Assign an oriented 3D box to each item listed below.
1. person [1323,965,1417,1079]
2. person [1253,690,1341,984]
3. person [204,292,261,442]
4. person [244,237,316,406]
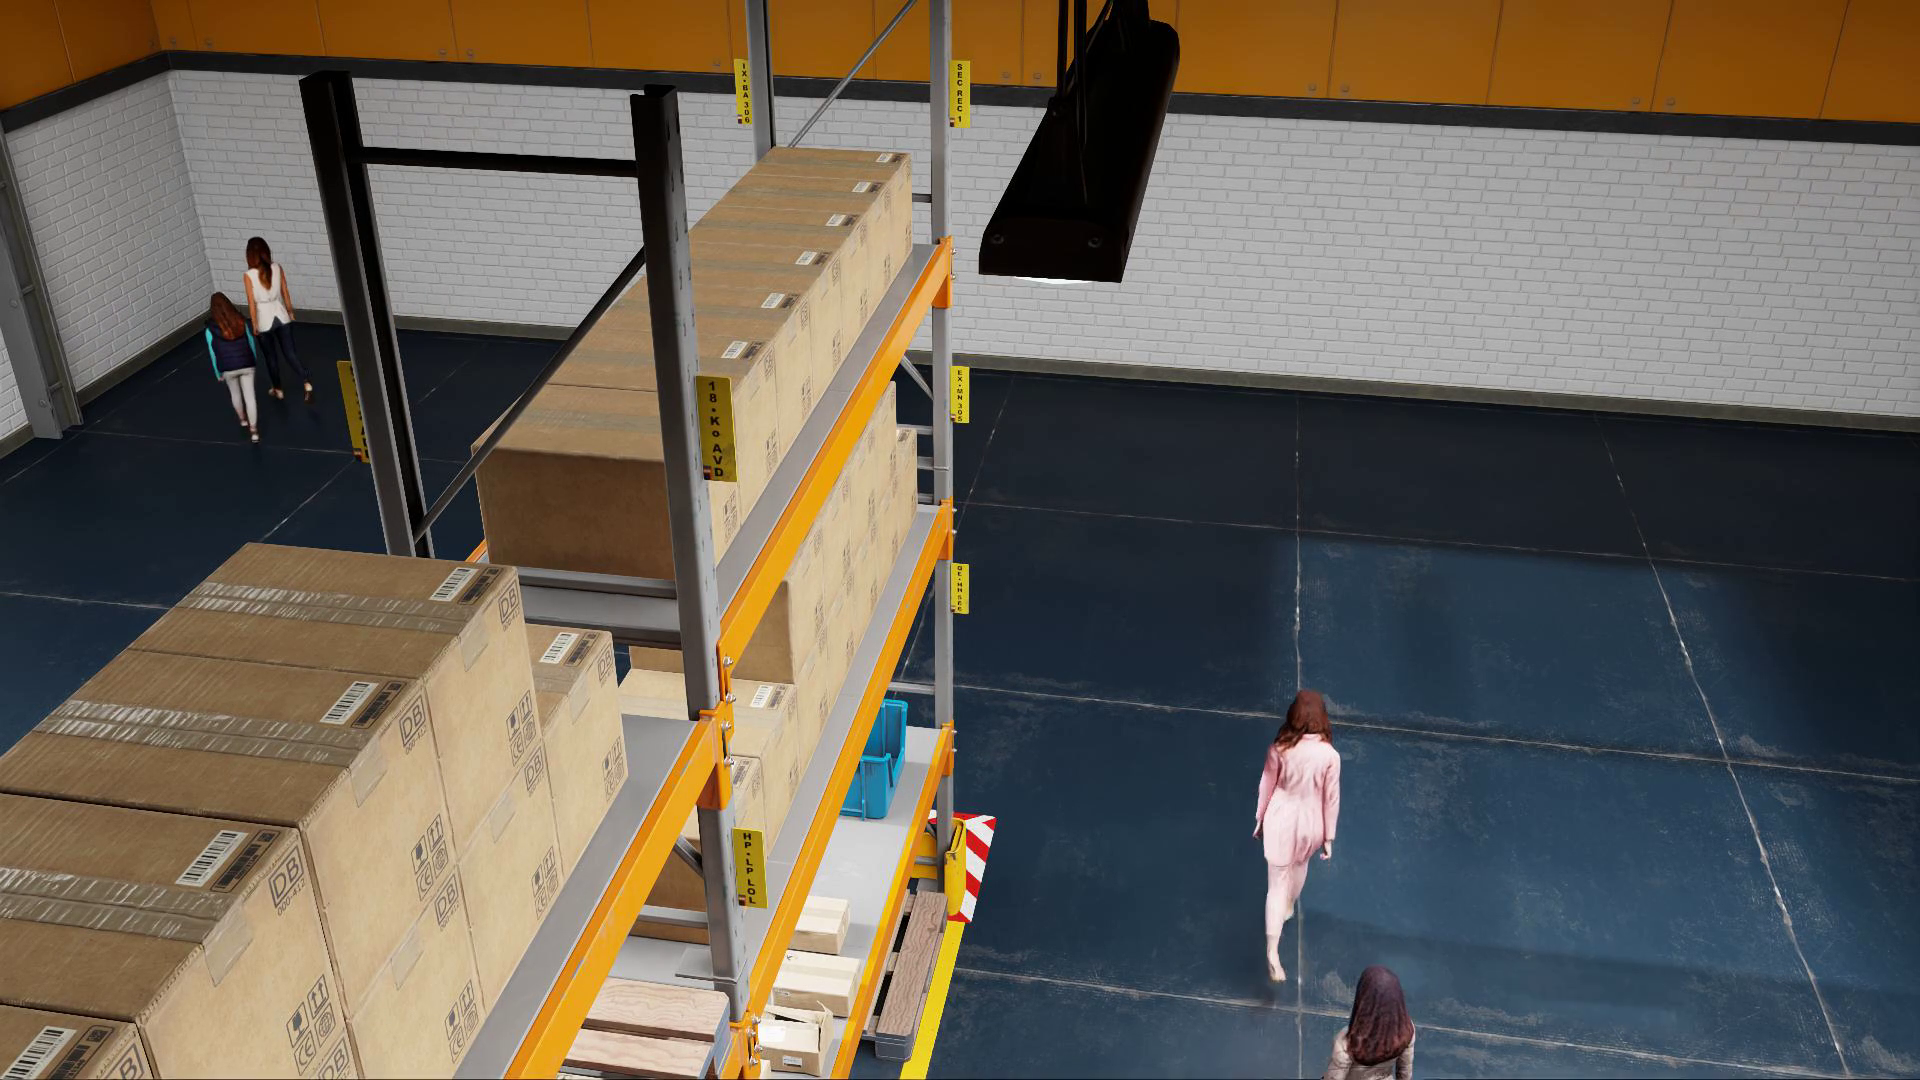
[{"bbox_3d":[1.920,2.767,7.811,0.982,1.713,1.157,-12,31,-20],"label":"person"},{"bbox_3d":[1.926,1.747,9.627,0.658,1.764,1.145,6,29,11],"label":"person"},{"bbox_3d":[-7.025,-1.669,16.197,0.887,1.471,1.033,-12,31,-21],"label":"person"},{"bbox_3d":[-6.902,-2.178,16.826,1.009,1.761,1.041,24,37,37],"label":"person"}]
